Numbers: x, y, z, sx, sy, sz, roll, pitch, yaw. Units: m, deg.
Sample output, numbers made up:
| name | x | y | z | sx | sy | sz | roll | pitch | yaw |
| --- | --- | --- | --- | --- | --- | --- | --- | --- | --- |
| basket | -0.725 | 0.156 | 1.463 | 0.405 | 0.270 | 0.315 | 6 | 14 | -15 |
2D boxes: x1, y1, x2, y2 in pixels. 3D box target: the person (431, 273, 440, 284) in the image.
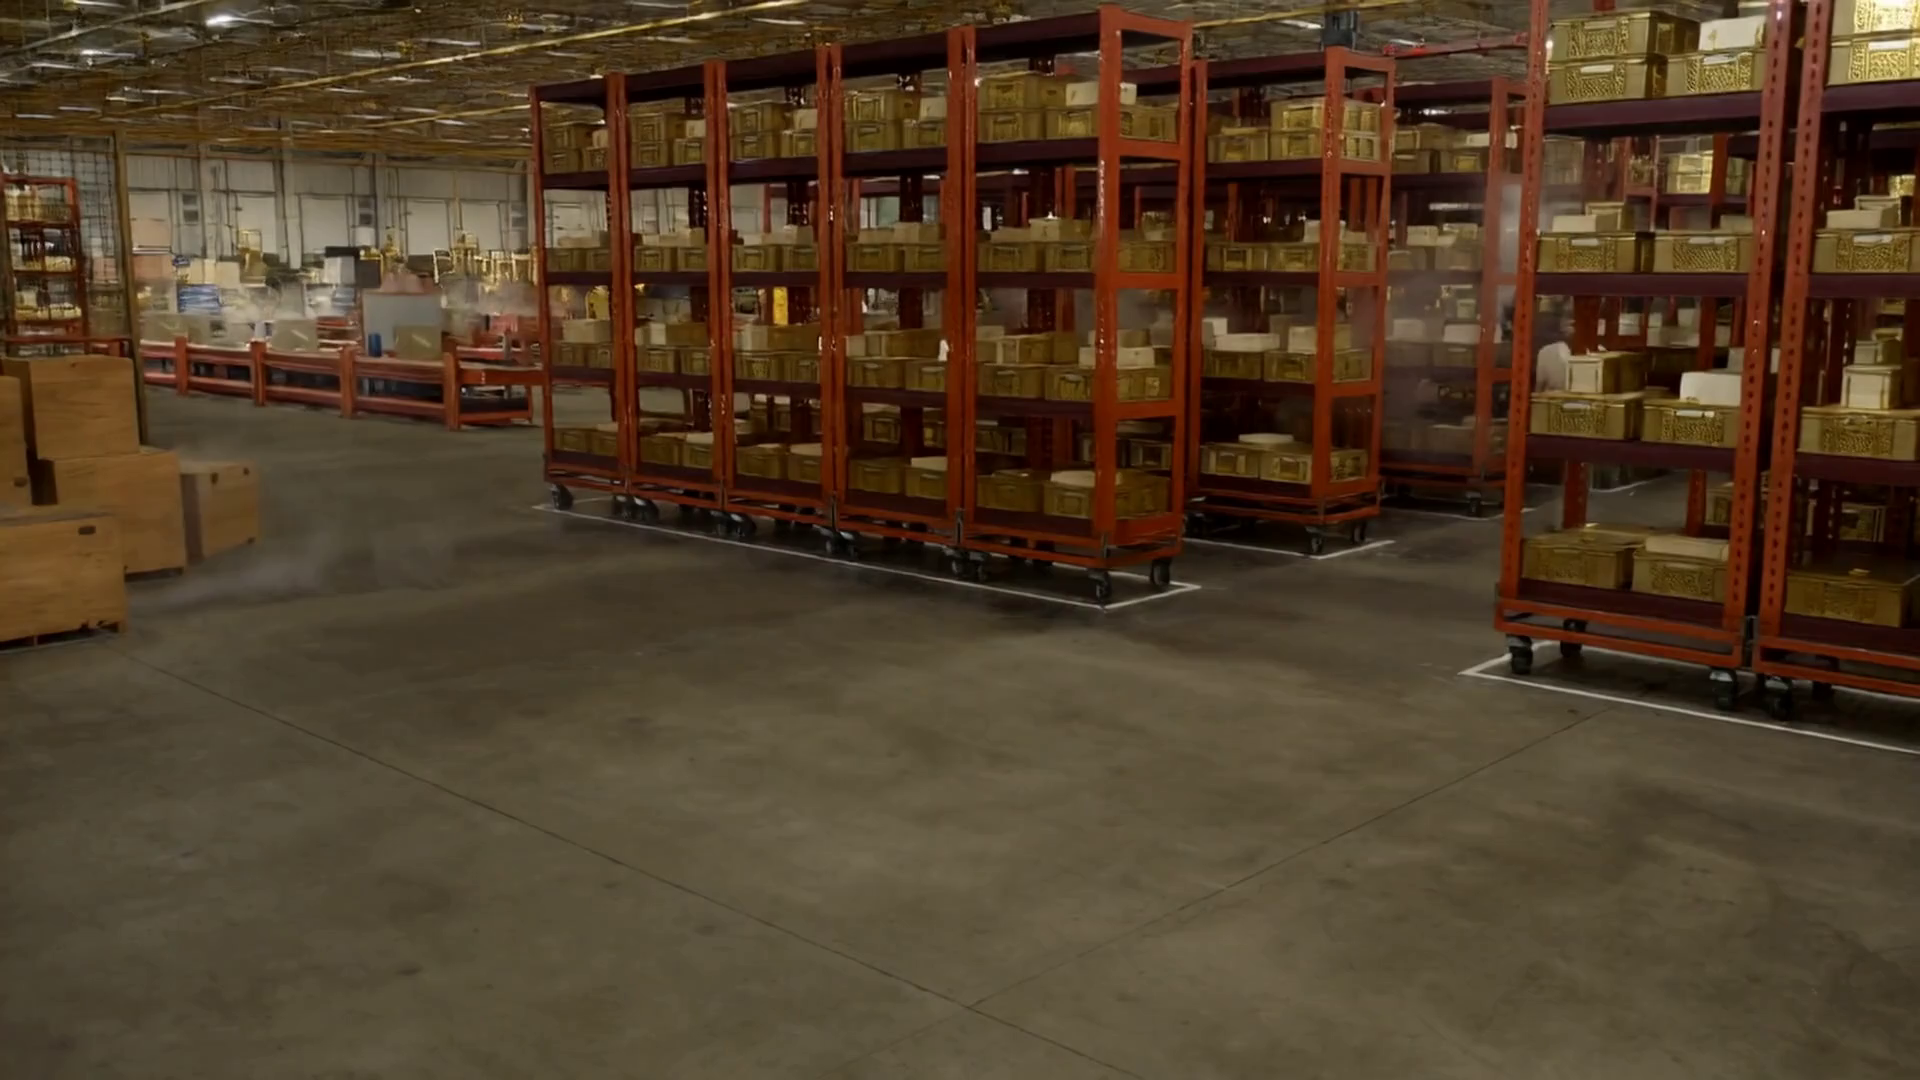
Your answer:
| name | x | y | z | sx | sy | sz | roll | pitch | yaw |
| --- | --- | --- | --- | --- | --- | --- | --- | --- | --- |
| person | -28.098 | -13.416 | 89.372 | 0.626 | 1.846 | 0.429 | 5 | 11 | 29 |

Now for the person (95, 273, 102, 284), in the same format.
| name | x | y | z | sx | sy | sz | roll | pitch | yaw |
| --- | --- | --- | --- | --- | --- | --- | --- | --- | --- |
| person | -43.612 | -12.582 | 84.240 | 0.511 | 1.856 | 0.408 | 8 | 12 | 40 |

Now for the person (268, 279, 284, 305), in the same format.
| name | x | y | z | sx | sy | sz | roll | pitch | yaw |
| --- | --- | --- | --- | --- | --- | --- | --- | --- | --- |
| person | -24.086 | -8.332 | 58.561 | 0.503 | 1.725 | 0.481 | -4 | 10 | -25 |

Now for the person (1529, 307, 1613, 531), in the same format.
| name | x | y | z | sx | sy | sz | roll | pitch | yaw |
| --- | --- | --- | --- | --- | --- | --- | --- | --- | --- |
| person | 4.405 | -0.785 | 12.050 | 0.964 | 1.795 | 0.567 | -9 | 13 | -43 |

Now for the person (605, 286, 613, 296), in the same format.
| name | x | y | z | sx | sy | sz | roll | pitch | yaw |
| --- | --- | --- | --- | --- | --- | --- | --- | --- | --- |
| person | -11.102 | -7.543 | 53.435 | 0.628 | 1.814 | 0.518 | -9 | 13 | -42 |

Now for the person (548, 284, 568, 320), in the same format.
| name | x | y | z | sx | sy | sz | roll | pitch | yaw |
| --- | --- | --- | --- | --- | --- | --- | --- | --- | --- |
| person | -9.060 | -5.073 | 37.638 | 0.609 | 2.035 | 0.404 | 7 | 12 | 37 |

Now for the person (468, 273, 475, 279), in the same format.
| name | x | y | z | sx | sy | sz | roll | pitch | yaw |
| --- | --- | --- | --- | --- | --- | --- | --- | --- | --- |
| person | -17.207 | -8.446 | 58.642 | 0.542 | 1.929 | 0.374 | -7 | 12 | -37 |

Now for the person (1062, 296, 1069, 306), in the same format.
| name | x | y | z | sx | sy | sz | roll | pitch | yaw |
| --- | --- | --- | --- | --- | --- | --- | --- | --- | --- |
| person | 1.602 | -2.900 | 25.160 | 0.631 | 1.743 | 0.560 | -8 | 12 | -40 |

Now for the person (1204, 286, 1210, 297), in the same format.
| name | x | y | z | sx | sy | sz | roll | pitch | yaw |
| --- | --- | --- | --- | --- | --- | --- | --- | --- | --- |
| person | 8.190 | -7.632 | 54.551 | 0.503 | 1.632 | 0.287 | 6 | 11 | 35 |

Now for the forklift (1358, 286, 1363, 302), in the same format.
| name | x | y | z | sx | sy | sz | roll | pitch | yaw |
| --- | --- | --- | --- | --- | --- | --- | --- | --- | --- |
| forklift | 11.100 | -7.017 | 46.970 | 1.873 | 2.768 | 1.129 | 9 | 13 | 43 |

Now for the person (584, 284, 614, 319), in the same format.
| name | x | y | z | sx | sy | sz | roll | pitch | yaw |
| --- | --- | --- | --- | --- | --- | --- | --- | --- | --- |
| person | -7.064 | -4.203 | 32.746 | 0.396 | 1.899 | 0.644 | 9 | 13 | 42 |

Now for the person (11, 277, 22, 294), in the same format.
| name | x | y | z | sx | sy | sz | roll | pitch | yaw |
| --- | --- | --- | --- | --- | --- | --- | --- | --- | --- |
| person | -35.817 | -9.133 | 63.062 | 0.608 | 1.853 | 0.780 | 1 | 9 | 4 |

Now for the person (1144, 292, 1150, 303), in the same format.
| name | x | y | z | sx | sy | sz | roll | pitch | yaw |
| --- | --- | --- | --- | --- | --- | --- | --- | --- | --- |
| person | 7.314 | -9.392 | 65.175 | 0.447 | 1.689 | 0.539 | 7 | 12 | 39 |

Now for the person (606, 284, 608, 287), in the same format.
| name | x | y | z | sx | sy | sz | roll | pitch | yaw |
| --- | --- | --- | --- | --- | --- | --- | --- | --- | --- |
| person | -12.884 | -8.594 | 60.439 | 0.520 | 1.640 | 0.308 | 3 | 10 | 19 |

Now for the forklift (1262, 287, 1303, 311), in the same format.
| name | x | y | z | sx | sy | sz | roll | pitch | yaw |
| --- | --- | --- | --- | --- | --- | --- | --- | --- | --- |
| forklift | 10.769 | -8.203 | 54.240 | 1.129 | 2.768 | 1.873 | 8 | 12 | 42 |

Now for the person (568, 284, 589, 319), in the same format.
| name | x | y | z | sx | sy | sz | roll | pitch | yaw |
| --- | --- | --- | --- | --- | --- | --- | --- | --- | --- |
| person | -9.112 | -5.391 | 39.936 | 0.587 | 1.916 | 0.629 | -6 | 11 | -32 |
